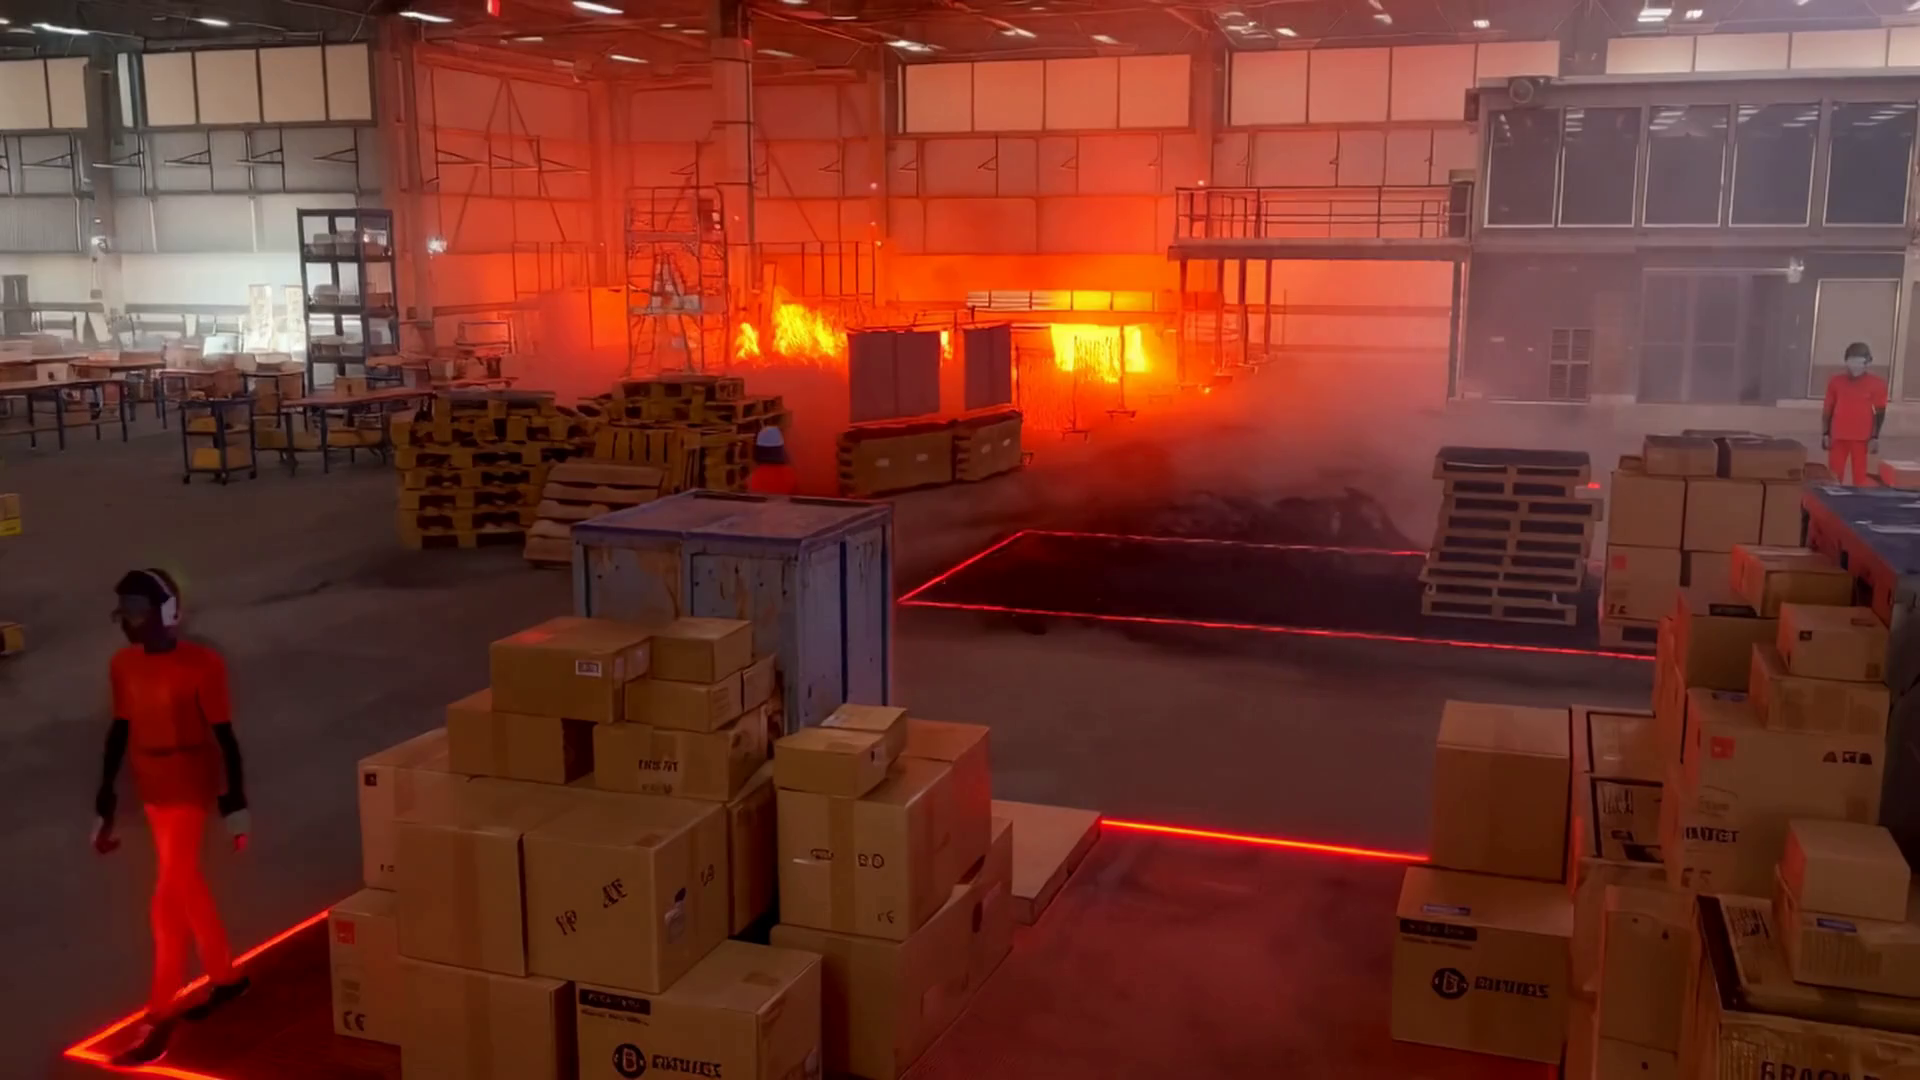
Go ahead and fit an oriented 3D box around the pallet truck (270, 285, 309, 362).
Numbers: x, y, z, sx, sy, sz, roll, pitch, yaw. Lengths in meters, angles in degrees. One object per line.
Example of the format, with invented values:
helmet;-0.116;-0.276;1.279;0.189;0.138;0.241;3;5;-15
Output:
pallet truck;-17.147;-5.700;43.663;0.823;1.965;1.885;3;11;17

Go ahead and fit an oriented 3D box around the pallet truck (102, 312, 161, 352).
pallet truck;-23.057;-5.777;46.261;0.680;1.201;1.601;3;11;19

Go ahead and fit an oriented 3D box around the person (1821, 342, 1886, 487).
person;9.626;-1.137;17.974;0.382;1.995;0.612;-9;14;-42

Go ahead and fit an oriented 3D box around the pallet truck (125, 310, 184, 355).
pallet truck;-22.038;-5.665;45.457;0.704;1.261;1.522;3;11;17

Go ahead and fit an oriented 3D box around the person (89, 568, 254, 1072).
person;-3.040;1.026;6.249;0.527;1.830;0.885;4;11;19

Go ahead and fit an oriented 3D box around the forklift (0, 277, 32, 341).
forklift;-27.151;-6.329;46.328;1.157;1.987;2.680;3;11;17

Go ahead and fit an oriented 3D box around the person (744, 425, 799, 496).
person;-1.348;0.024;12.205;0.630;1.723;0.494;9;13;41

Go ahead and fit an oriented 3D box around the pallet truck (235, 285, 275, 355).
pallet truck;-18.327;-5.835;44.421;0.823;1.965;1.885;4;11;23

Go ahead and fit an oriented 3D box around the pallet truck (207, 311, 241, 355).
pallet truck;-19.537;-5.575;44.913;0.653;1.274;1.630;3;11;19
